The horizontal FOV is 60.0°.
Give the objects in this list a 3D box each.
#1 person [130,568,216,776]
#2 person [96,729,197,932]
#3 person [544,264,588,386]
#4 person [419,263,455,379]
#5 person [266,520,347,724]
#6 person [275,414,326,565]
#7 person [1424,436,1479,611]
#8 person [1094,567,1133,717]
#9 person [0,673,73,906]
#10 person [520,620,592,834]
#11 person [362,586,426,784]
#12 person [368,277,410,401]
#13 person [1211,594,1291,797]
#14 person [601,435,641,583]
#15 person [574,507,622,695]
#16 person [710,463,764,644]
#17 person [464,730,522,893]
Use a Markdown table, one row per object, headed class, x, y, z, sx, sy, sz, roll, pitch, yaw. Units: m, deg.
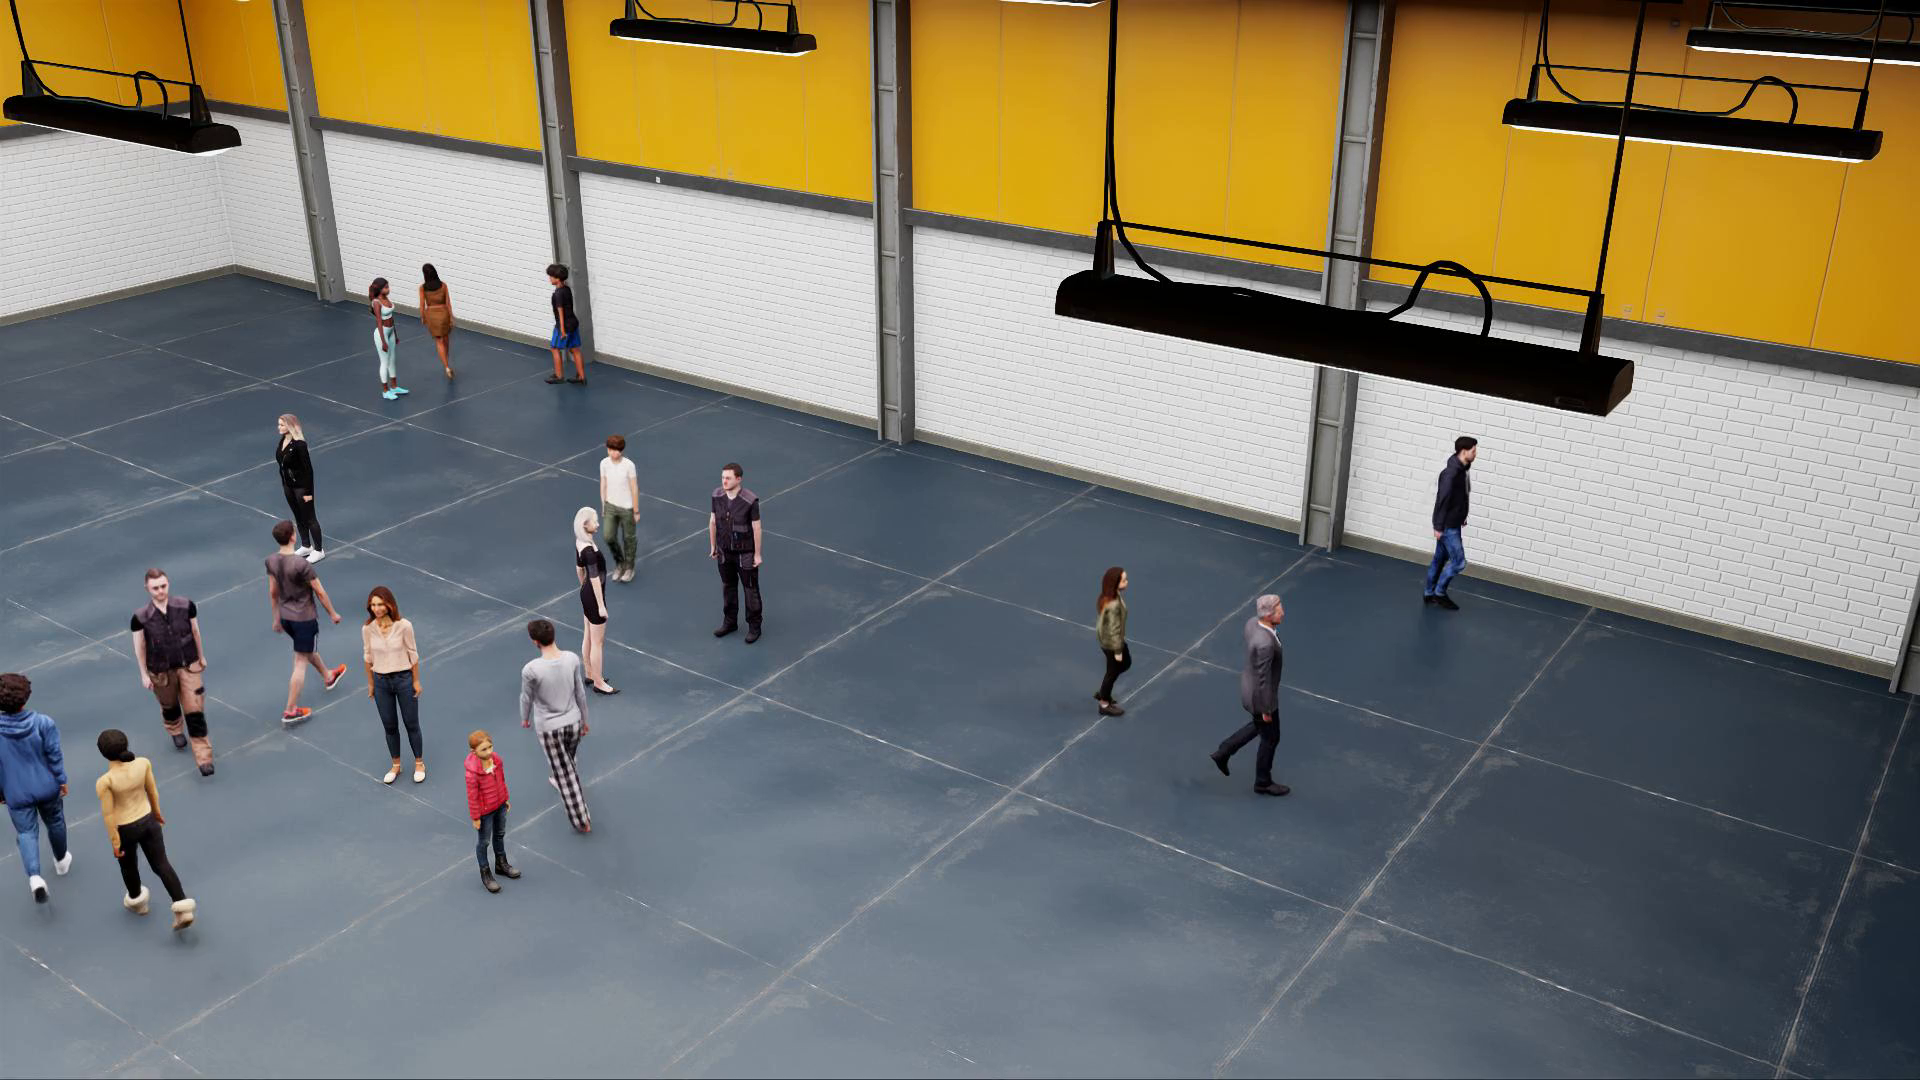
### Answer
| class | x | y | z | sx | sy | sz | roll | pitch | yaw |
| --- | --- | --- | --- | --- | --- | --- | --- | --- | --- |
| person | -6.745 | 1.068 | 14.228 | 1.024 | 1.790 | 1.315 | -14 | 27 | -29 |
| person | -5.910 | 2.114 | 12.036 | 1.094 | 1.628 | 0.643 | 18 | 30 | 36 |
| person | -5.519 | -3.042 | 23.651 | 0.926 | 1.772 | 0.791 | 6 | 24 | 14 |
| person | -7.519 | -3.111 | 23.994 | 0.942 | 1.625 | 1.165 | -10 | 25 | -21 |
| person | -5.972 | 0.767 | 14.901 | 1.181 | 1.801 | 0.901 | 10 | 25 | 21 |
| person | -7.190 | -0.573 | 18.110 | 0.448 | 1.686 | 0.664 | 16 | 28 | 32 |
| person | 4.905 | -0.188 | 16.993 | 0.672 | 1.876 | 0.736 | 12 | 27 | 26 |
| person | 1.313 | 0.913 | 14.985 | 0.711 | 1.466 | 0.694 | 2 | 24 | 5 |
| person | -6.950 | 1.862 | 12.412 | 1.010 | 1.788 | 1.171 | -10 | 25 | -21 |
| person | -3.140 | 1.515 | 13.175 | 0.828 | 1.812 | 1.115 | -16 | 29 | -33 |
| person | -4.732 | 1.196 | 13.931 | 0.651 | 1.792 | 0.731 | -2 | 24 | -4 |
| person | -8.027 | -2.830 | 23.226 | 0.661 | 1.725 | 0.645 | 4 | 24 | 8 |
| person | 2.423 | 1.269 | 13.725 | 1.082 | 1.824 | 1.009 | -1 | 24 | -3 |
| person | -3.582 | -0.367 | 17.685 | 0.673 | 1.650 | 0.760 | 3 | 24 | 7 |
| person | -3.389 | 0.555 | 15.349 | 0.718 | 1.830 | 0.592 | -13 | 27 | -27 |
| person | -2.188 | 0.105 | 16.360 | 0.588 | 1.845 | 0.822 | 10 | 26 | 22 |
| person | -3.580 | 2.025 | 12.626 | 0.500 | 1.318 | 0.520 | 14 | 27 | 29 |
